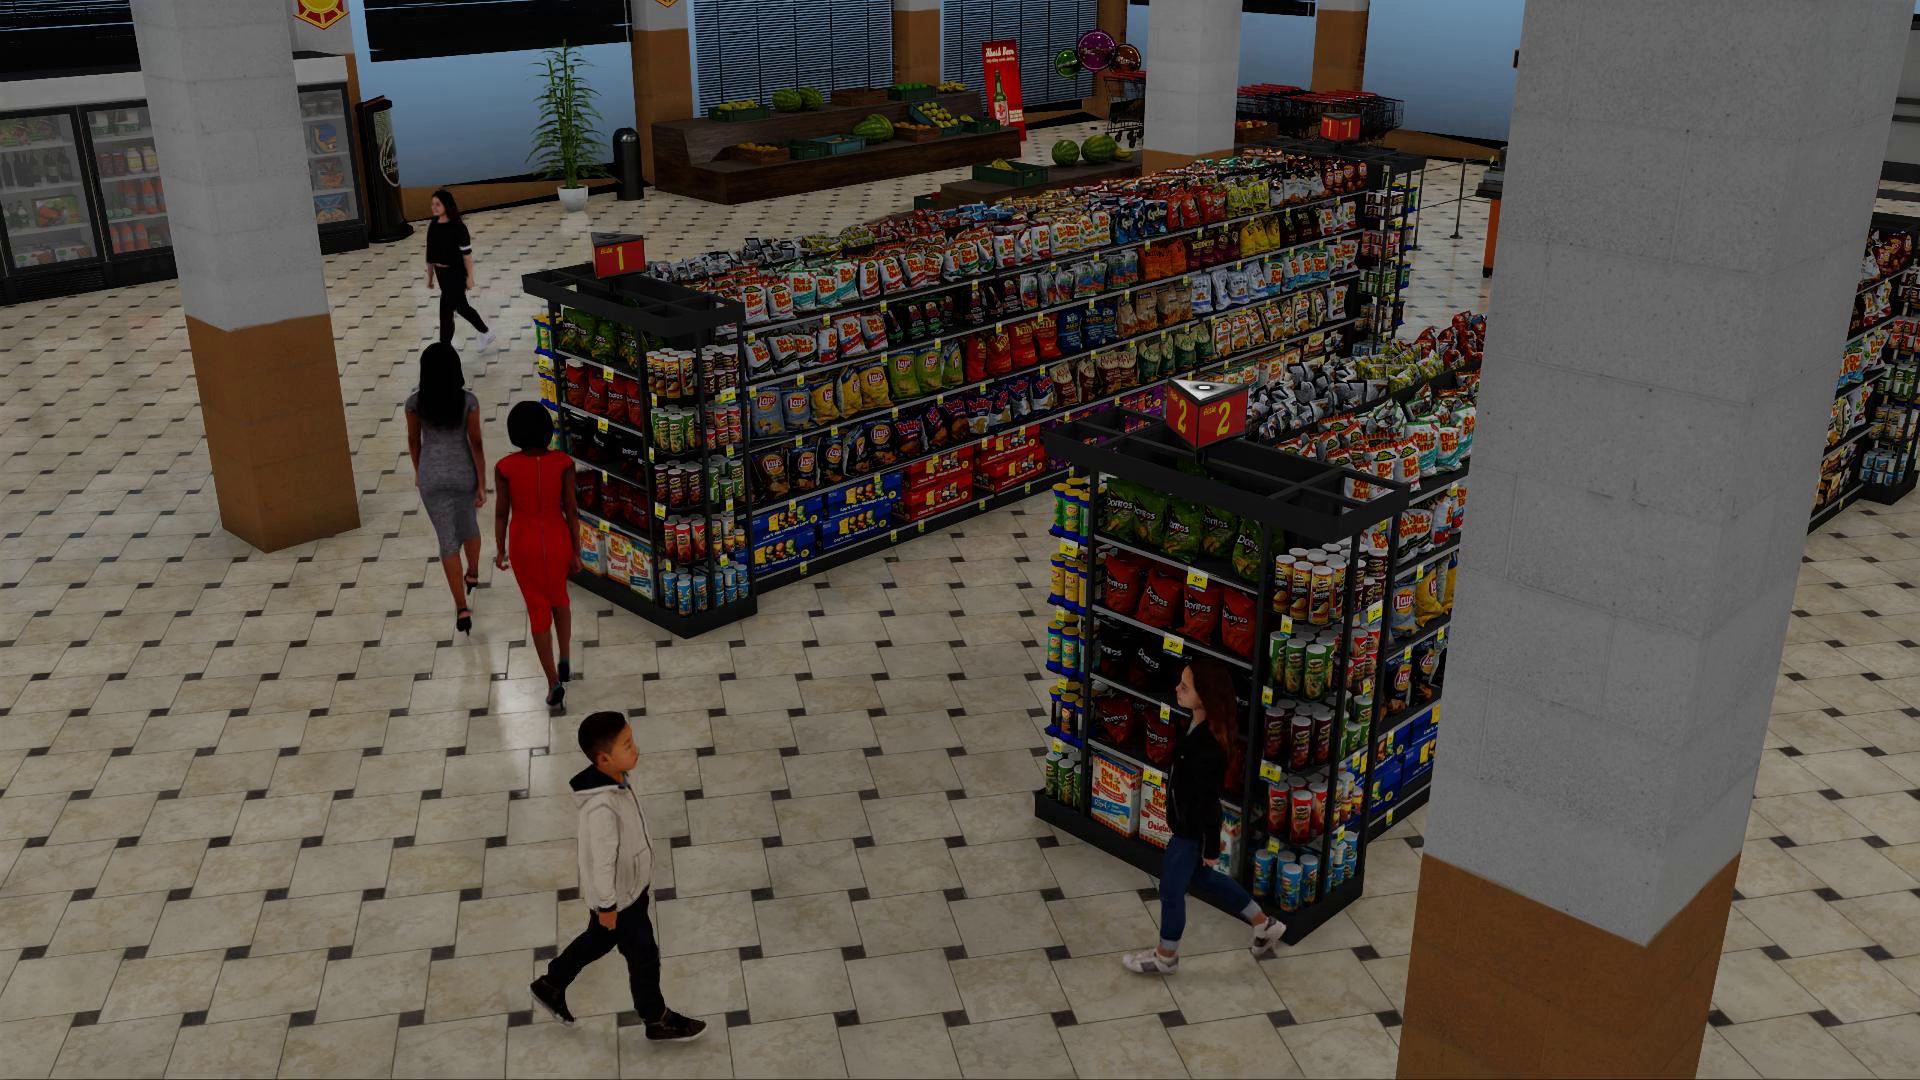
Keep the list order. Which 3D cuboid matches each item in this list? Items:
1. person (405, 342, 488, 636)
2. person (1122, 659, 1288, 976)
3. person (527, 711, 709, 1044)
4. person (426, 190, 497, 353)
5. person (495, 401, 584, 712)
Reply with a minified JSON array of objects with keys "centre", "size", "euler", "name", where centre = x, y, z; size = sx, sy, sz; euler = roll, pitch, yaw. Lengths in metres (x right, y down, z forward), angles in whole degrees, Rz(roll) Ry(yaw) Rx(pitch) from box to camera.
[{"centre":[-3.049,-0.264,9.941],"size":[1.104,1.727,0.947],"euler":[-8,23,-19],"name":"person"},{"centre":[1.034,1.146,6.782],"size":[0.903,1.465,0.918],"euler":[4,22,9],"name":"person"},{"centre":[-1.390,1.318,6.394],"size":[1.029,1.436,0.946],"euler":[-1,22,-3],"name":"person"},{"centre":[-4.702,-2.455,15.564],"size":[0.841,1.600,1.197],"euler":[11,24,25],"name":"person"},{"centre":[-2.238,0.121,8.982],"size":[0.698,1.727,0.752],"euler":[-11,24,-25],"name":"person"}]
